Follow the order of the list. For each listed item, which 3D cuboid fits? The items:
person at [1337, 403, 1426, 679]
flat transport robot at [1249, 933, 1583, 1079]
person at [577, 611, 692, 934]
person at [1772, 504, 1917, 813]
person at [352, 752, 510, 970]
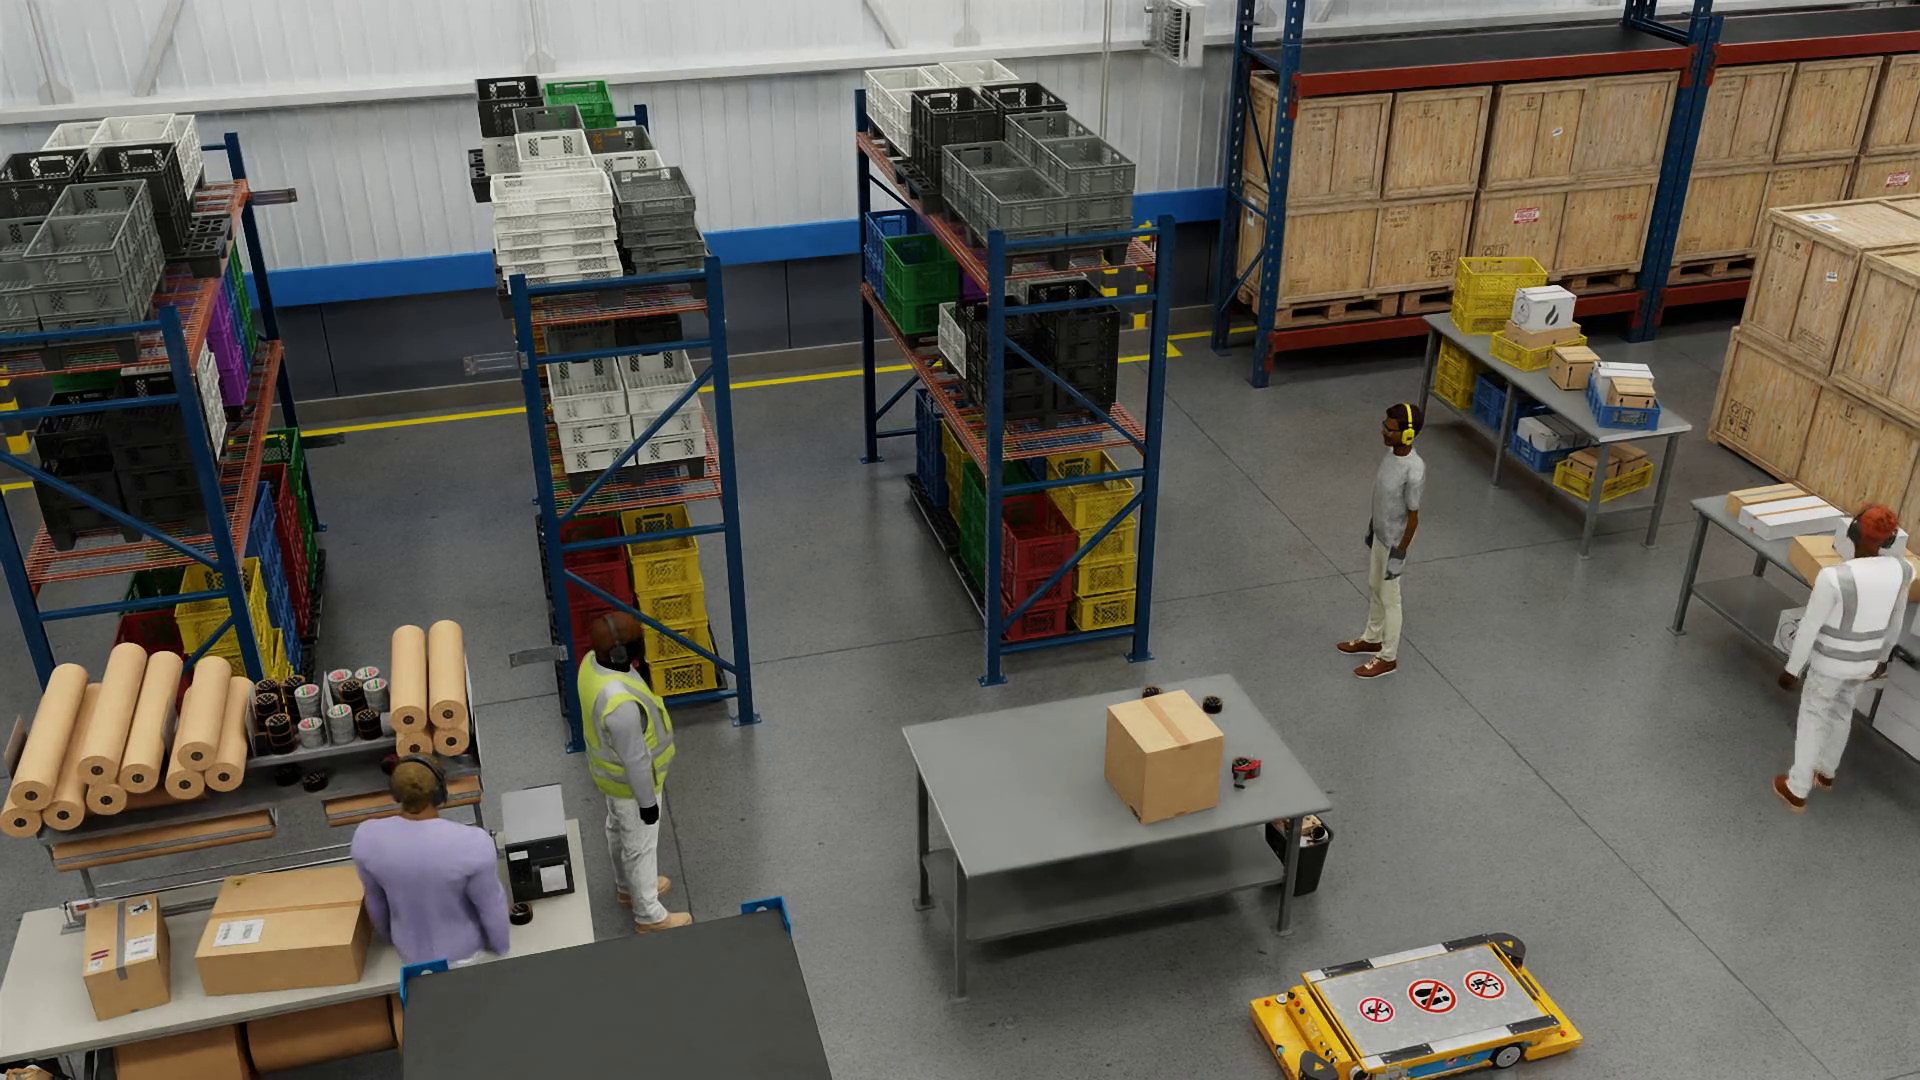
[{"bbox_3d":[2.689,0.000,10.491,0.328,1.867,0.513,-4,29,-7],"label":"person"},{"bbox_3d":[2.184,2.282,7.980,1.431,0.197,0.652,-8,30,-14],"label":"flat transport robot"},{"bbox_3d":[-1.647,1.169,8.384,0.429,1.847,0.627,-14,32,-23],"label":"person"},{"bbox_3d":[4.894,0.664,9.274,0.642,1.874,0.401,-6,29,-11],"label":"person"},{"bbox_3d":[-2.243,1.753,7.241,0.625,1.931,0.370,3,29,6],"label":"person"}]
